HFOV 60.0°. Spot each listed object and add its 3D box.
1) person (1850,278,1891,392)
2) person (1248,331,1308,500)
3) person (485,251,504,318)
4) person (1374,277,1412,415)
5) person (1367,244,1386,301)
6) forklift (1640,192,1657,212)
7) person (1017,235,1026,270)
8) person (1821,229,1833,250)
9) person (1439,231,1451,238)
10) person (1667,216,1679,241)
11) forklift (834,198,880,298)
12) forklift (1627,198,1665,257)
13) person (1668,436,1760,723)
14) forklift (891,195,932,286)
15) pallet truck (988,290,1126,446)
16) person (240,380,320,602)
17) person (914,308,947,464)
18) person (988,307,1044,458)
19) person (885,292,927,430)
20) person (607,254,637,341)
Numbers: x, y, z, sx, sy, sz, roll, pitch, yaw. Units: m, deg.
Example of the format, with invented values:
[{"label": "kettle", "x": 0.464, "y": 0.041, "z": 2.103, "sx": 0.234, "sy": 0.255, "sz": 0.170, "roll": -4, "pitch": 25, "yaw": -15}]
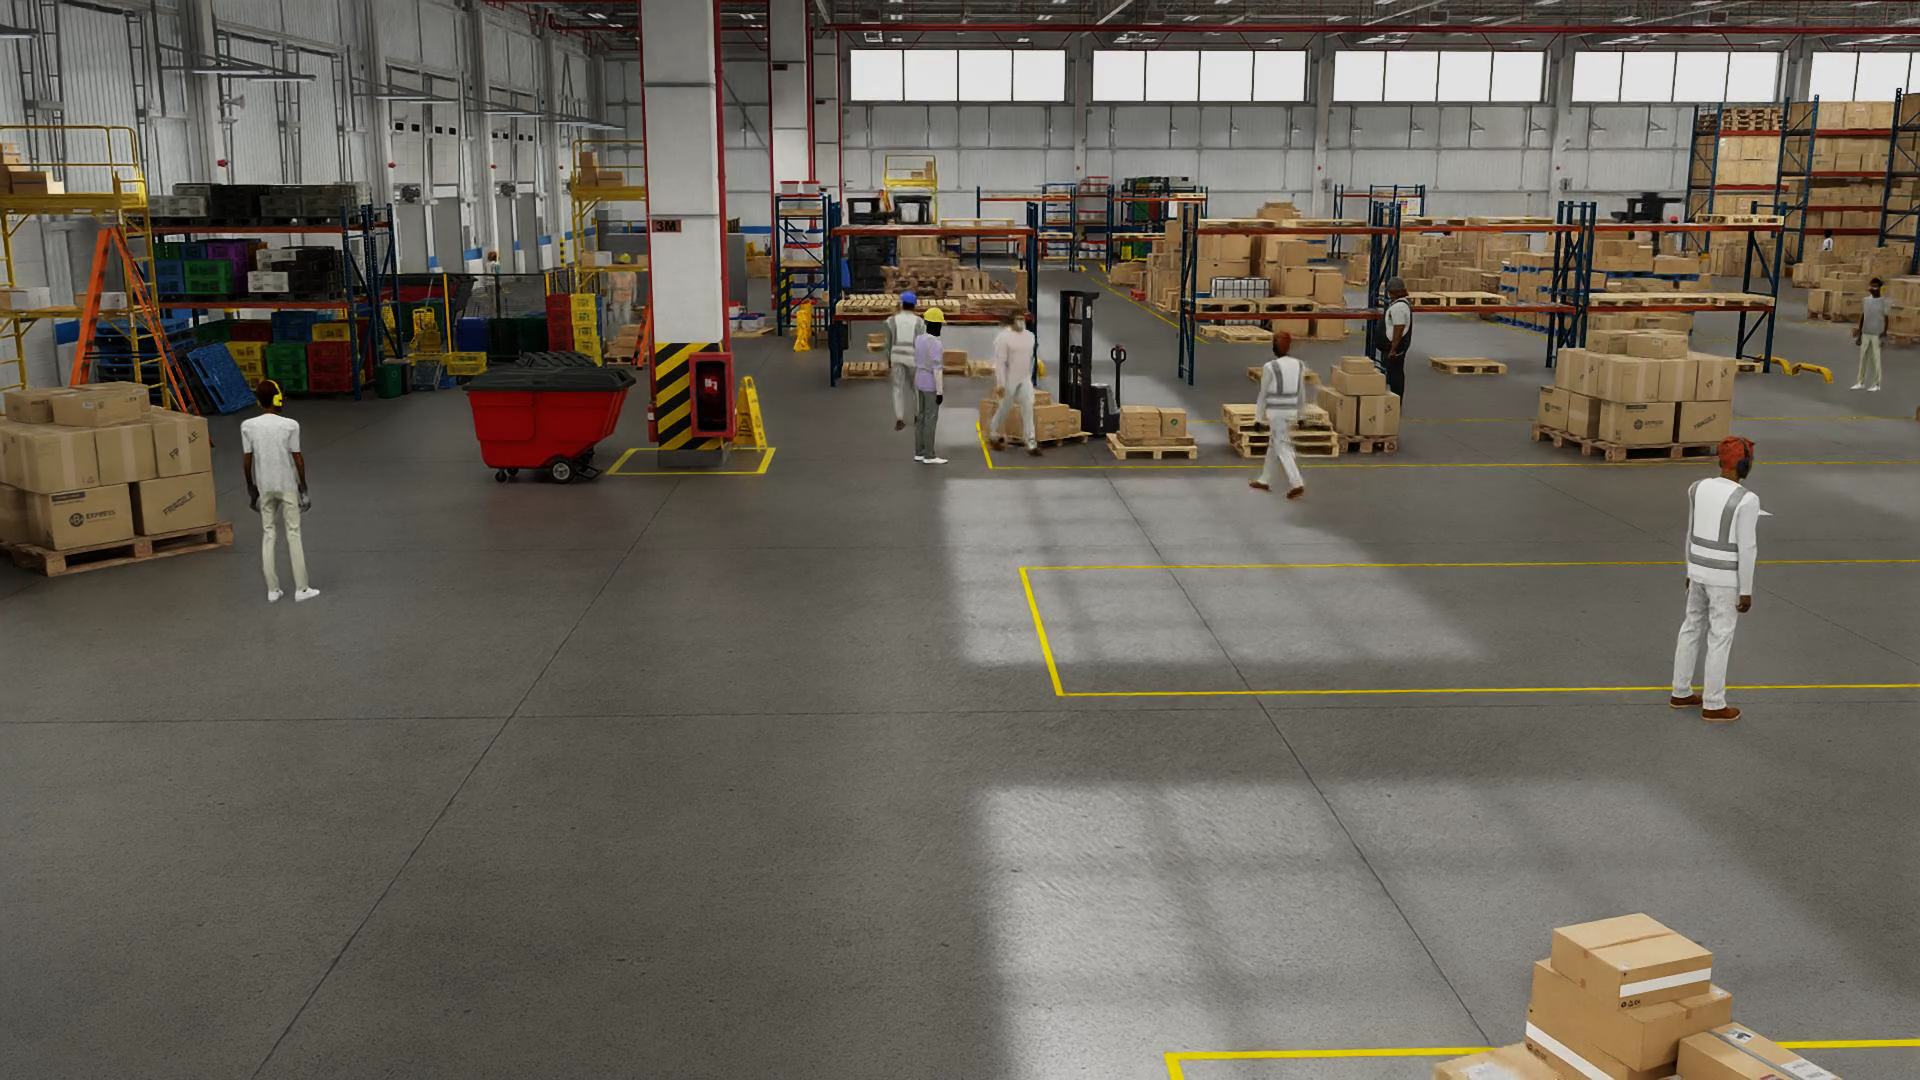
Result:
[{"label": "person", "x": 14.931, "y": -3.359, "z": 27.224, "sx": 0.325, "sy": 1.860, "sz": 0.507, "roll": -7, "pitch": 14, "yaw": -27}, {"label": "person", "x": 3.549, "y": -1.373, "z": 18.296, "sx": 0.589, "sy": 1.844, "sz": 0.964, "roll": -8, "pitch": 15, "yaw": -33}, {"label": "person", "x": -11.474, "y": -6.268, "z": 40.873, "sx": 0.523, "sy": 1.632, "sz": 0.313, "roll": 11, "pitch": 16, "yaw": 40}, {"label": "person", "x": 6.406, "y": -2.885, "z": 24.659, "sx": 0.535, "sy": 2.000, "sz": 0.684, "roll": 5, "pitch": 13, "yaw": 21}, {"label": "person", "x": 10.234, "y": -6.367, "z": 40.929, "sx": 0.458, "sy": 1.803, "sz": 0.656, "roll": 5, "pitch": 14, "yaw": 22}, {"label": "forklift", "x": 24.859, "y": -11.207, "z": 60.322, "sx": 1.873, "sy": 2.768, "sz": 1.129, "roll": 2, "pitch": 13, "yaw": 9}, {"label": "person", "x": 2.220, "y": -10.085, "z": 57.942, "sx": 0.537, "sy": 1.699, "sz": 0.321, "roll": -3, "pitch": 13, "yaw": -13}, {"label": "person", "x": 28.374, "y": -9.317, "z": 54.472, "sx": 0.317, "sy": 1.698, "sz": 0.540, "roll": 11, "pitch": 17, "yaw": 41}, {"label": "person", "x": 16.724, "y": -9.923, "z": 57.258, "sx": 0.539, "sy": 1.679, "sz": 0.660, "roll": -4, "pitch": 13, "yaw": -18}, {"label": "person", "x": 26.611, "y": -11.139, "z": 62.157, "sx": 0.362, "sy": 1.939, "sz": 0.543, "roll": 5, "pitch": 13, "yaw": 20}, {"label": "forklift", "x": -2.746, "y": -8.345, "z": 47.400, "sx": 1.129, "sy": 2.768, "sz": 1.873, "roll": -8, "pitch": 15, "yaw": -33}, {"label": "forklift", "x": 19.158, "y": -8.193, "z": 46.714, "sx": 1.129, "sy": 2.768, "sz": 1.873, "roll": 0, "pitch": 12, "yaw": -2}, {"label": "person", "x": 4.955, "y": 0.252, "z": 10.886, "sx": 0.353, "sy": 1.877, "sz": 0.573, "roll": -4, "pitch": 13, "yaw": -18}, {"label": "forklift", "x": -1.569, "y": -9.445, "z": 52.366, "sx": 1.129, "sy": 2.768, "sz": 1.873, "roll": -2, "pitch": 13, "yaw": -9}, {"label": "pallet truck", "x": 1.257, "y": -2.299, "z": 22.111, "sx": 1.885, "sy": 1.965, "sz": 0.823, "roll": -9, "pitch": 15, "yaw": -35}, {"label": "person", "x": -5.677, "y": -0.402, "z": 13.855, "sx": 0.517, "sy": 1.865, "sz": 0.328, "roll": 0, "pitch": 12, "yaw": -1}, {"label": "person", "x": -0.353, "y": -1.891, "z": 20.449, "sx": 0.390, "sy": 1.921, "sz": 0.583, "roll": -7, "pitch": 14, "yaw": -28}, {"label": "person", "x": 0.676, "y": -2.012, "z": 21.075, "sx": 0.649, "sy": 1.894, "sz": 1.025, "roll": -8, "pitch": 15, "yaw": -33}, {"label": "person", "x": -0.752, "y": -2.526, "z": 23.383, "sx": 0.610, "sy": 1.892, "sz": 0.990, "roll": 1, "pitch": 13, "yaw": 4}, {"label": "person", "x": -7.004, "y": -4.974, "z": 34.453, "sx": 0.644, "sy": 1.887, "sz": 0.718, "roll": -3, "pitch": 13, "yaw": -14}]
